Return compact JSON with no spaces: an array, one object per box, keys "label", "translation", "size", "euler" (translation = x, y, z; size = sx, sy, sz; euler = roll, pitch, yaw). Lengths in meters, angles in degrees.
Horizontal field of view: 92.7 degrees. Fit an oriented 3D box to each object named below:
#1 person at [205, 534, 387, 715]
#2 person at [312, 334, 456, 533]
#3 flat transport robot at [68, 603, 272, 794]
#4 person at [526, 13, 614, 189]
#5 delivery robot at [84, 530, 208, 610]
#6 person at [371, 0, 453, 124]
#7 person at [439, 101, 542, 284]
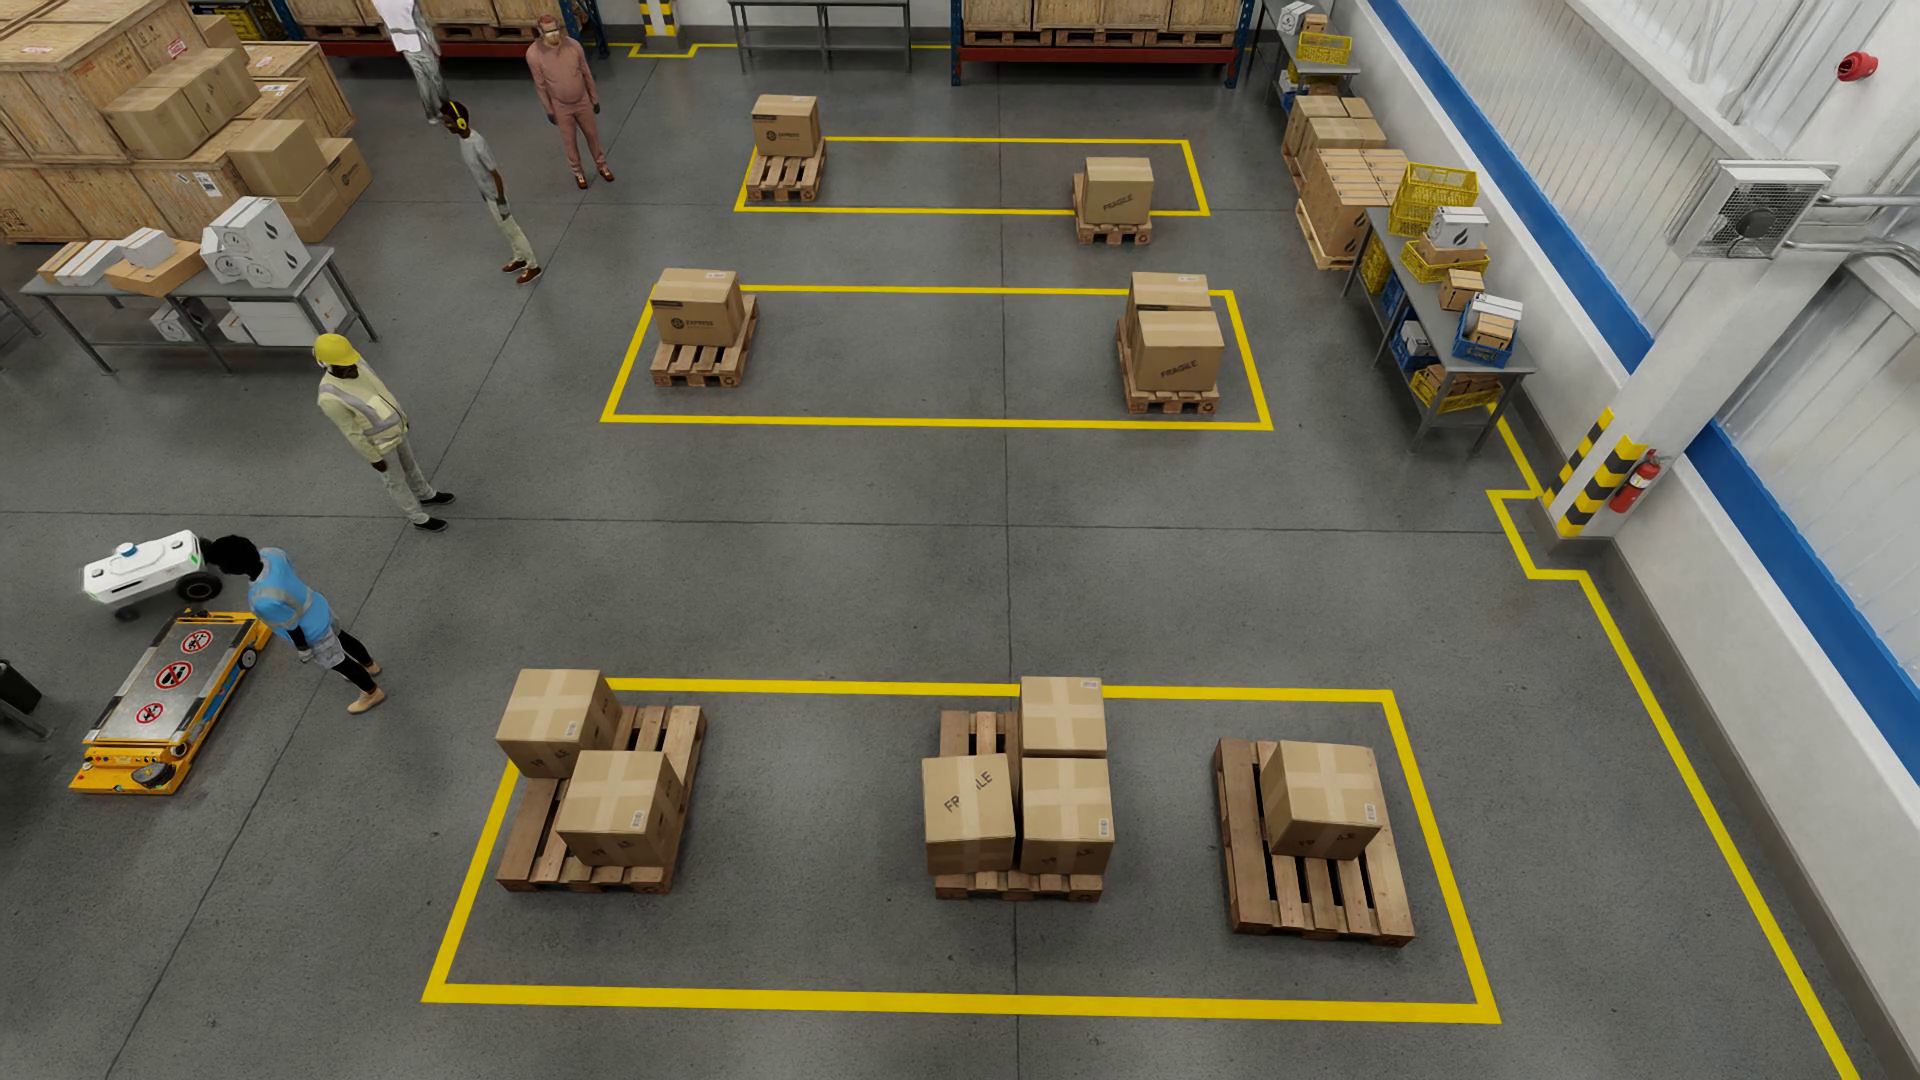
[{"label":"person","translation":[-4.258,0.545,5.962],"size":[0.319,1.693,0.532],"euler":[-21,53,-17]},{"label":"person","translation":[-4.419,-0.813,7.027],"size":[0.403,1.824,0.586],"euler":[-4,50,-4]},{"label":"flat transport robot","translation":[-5.504,1.072,6.442],"size":[0.652,0.197,1.431],"euler":[1,50,1]},{"label":"person","translation":[-4.469,-5.032,10.551],"size":[0.646,1.901,0.400],"euler":[-27,55,-21]},{"label":"delivery robot","translation":[-6.149,0.209,6.928],"size":[0.707,0.478,0.477],"euler":[-26,54,-20]},{"label":"person","translation":[-6.838,-6.184,11.519],"size":[0.618,1.903,0.403],"euler":[8,50,7]},{"label":"person","translation":[-4.733,-3.485,9.258],"size":[0.327,1.871,0.514],"euler":[-34,58,-26]}]
